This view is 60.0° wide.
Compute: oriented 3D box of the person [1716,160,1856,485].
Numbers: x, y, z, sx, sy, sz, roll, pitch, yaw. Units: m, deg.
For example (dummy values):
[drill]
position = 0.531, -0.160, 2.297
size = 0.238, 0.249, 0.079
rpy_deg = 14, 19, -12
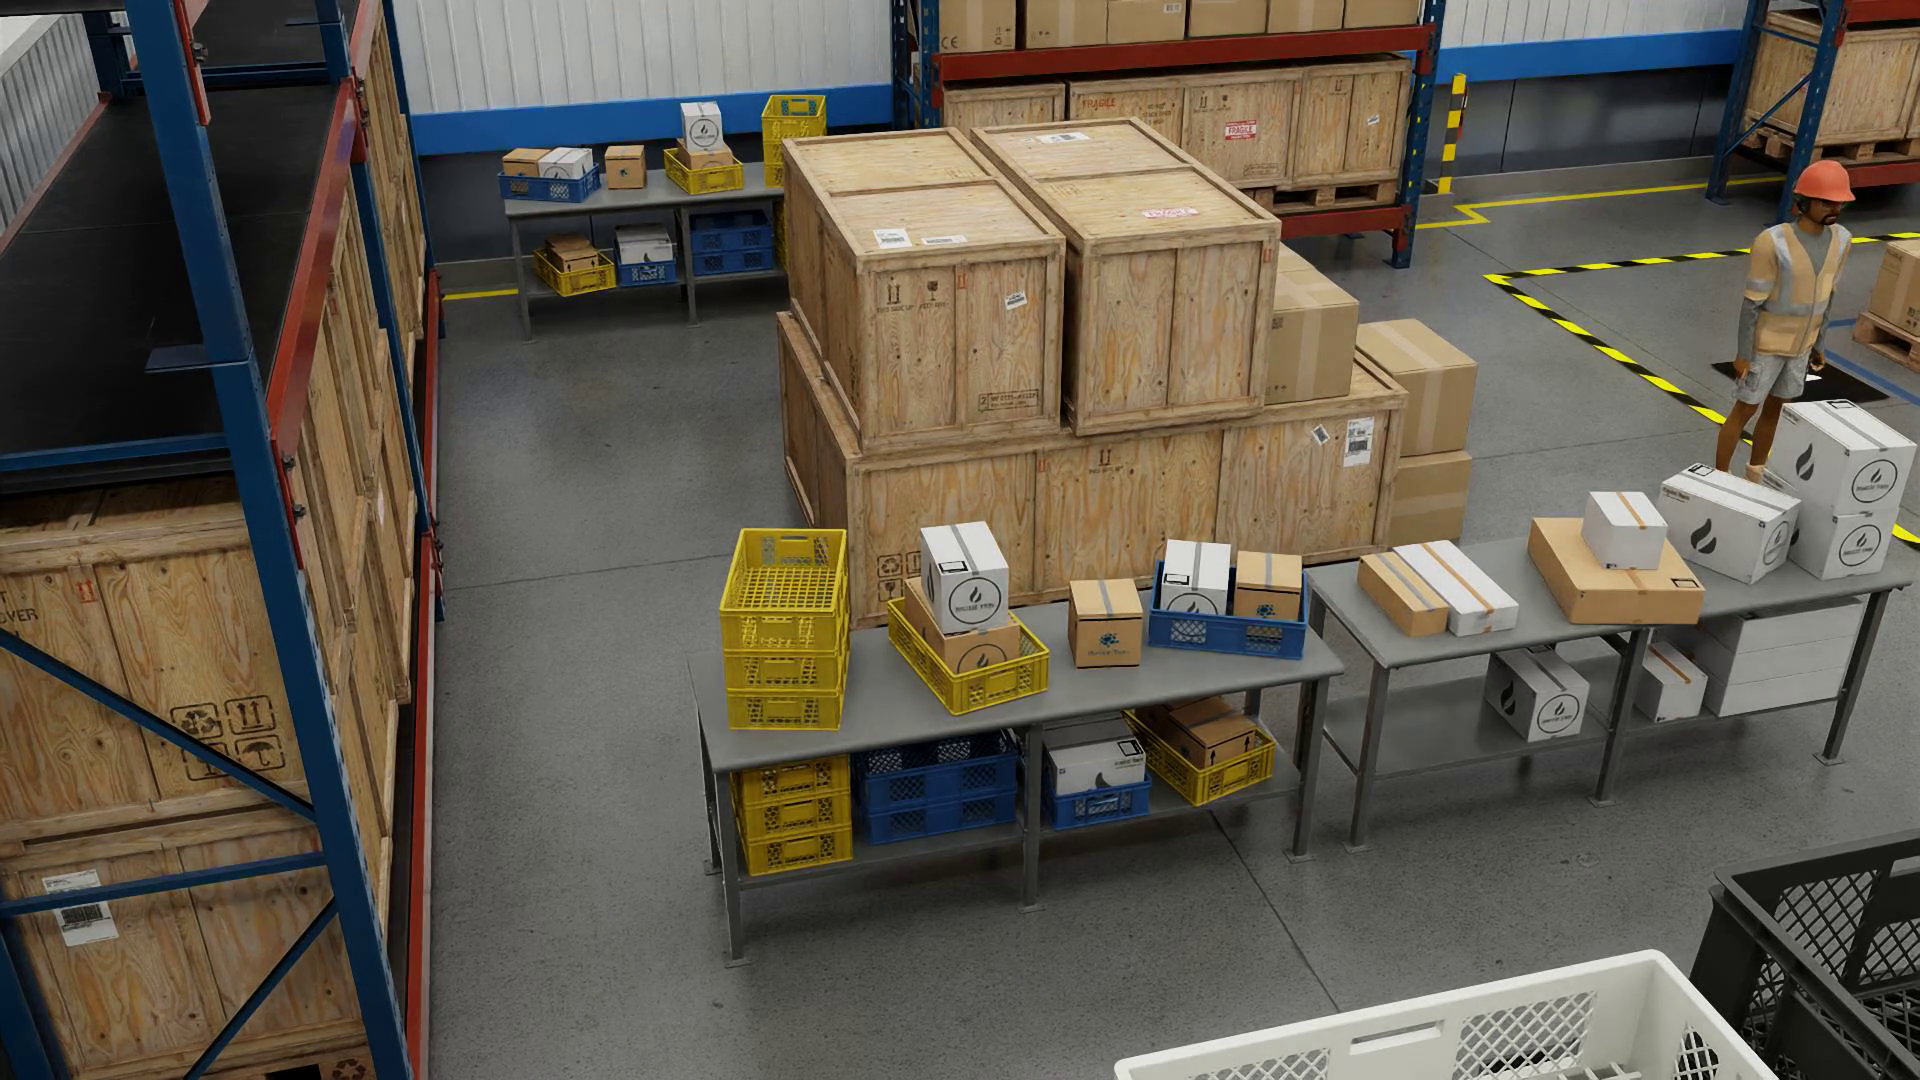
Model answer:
[person]
position = 4.598, -1.104, 9.281
size = 0.606, 2.048, 0.365
rpy_deg = -9, 30, -16
